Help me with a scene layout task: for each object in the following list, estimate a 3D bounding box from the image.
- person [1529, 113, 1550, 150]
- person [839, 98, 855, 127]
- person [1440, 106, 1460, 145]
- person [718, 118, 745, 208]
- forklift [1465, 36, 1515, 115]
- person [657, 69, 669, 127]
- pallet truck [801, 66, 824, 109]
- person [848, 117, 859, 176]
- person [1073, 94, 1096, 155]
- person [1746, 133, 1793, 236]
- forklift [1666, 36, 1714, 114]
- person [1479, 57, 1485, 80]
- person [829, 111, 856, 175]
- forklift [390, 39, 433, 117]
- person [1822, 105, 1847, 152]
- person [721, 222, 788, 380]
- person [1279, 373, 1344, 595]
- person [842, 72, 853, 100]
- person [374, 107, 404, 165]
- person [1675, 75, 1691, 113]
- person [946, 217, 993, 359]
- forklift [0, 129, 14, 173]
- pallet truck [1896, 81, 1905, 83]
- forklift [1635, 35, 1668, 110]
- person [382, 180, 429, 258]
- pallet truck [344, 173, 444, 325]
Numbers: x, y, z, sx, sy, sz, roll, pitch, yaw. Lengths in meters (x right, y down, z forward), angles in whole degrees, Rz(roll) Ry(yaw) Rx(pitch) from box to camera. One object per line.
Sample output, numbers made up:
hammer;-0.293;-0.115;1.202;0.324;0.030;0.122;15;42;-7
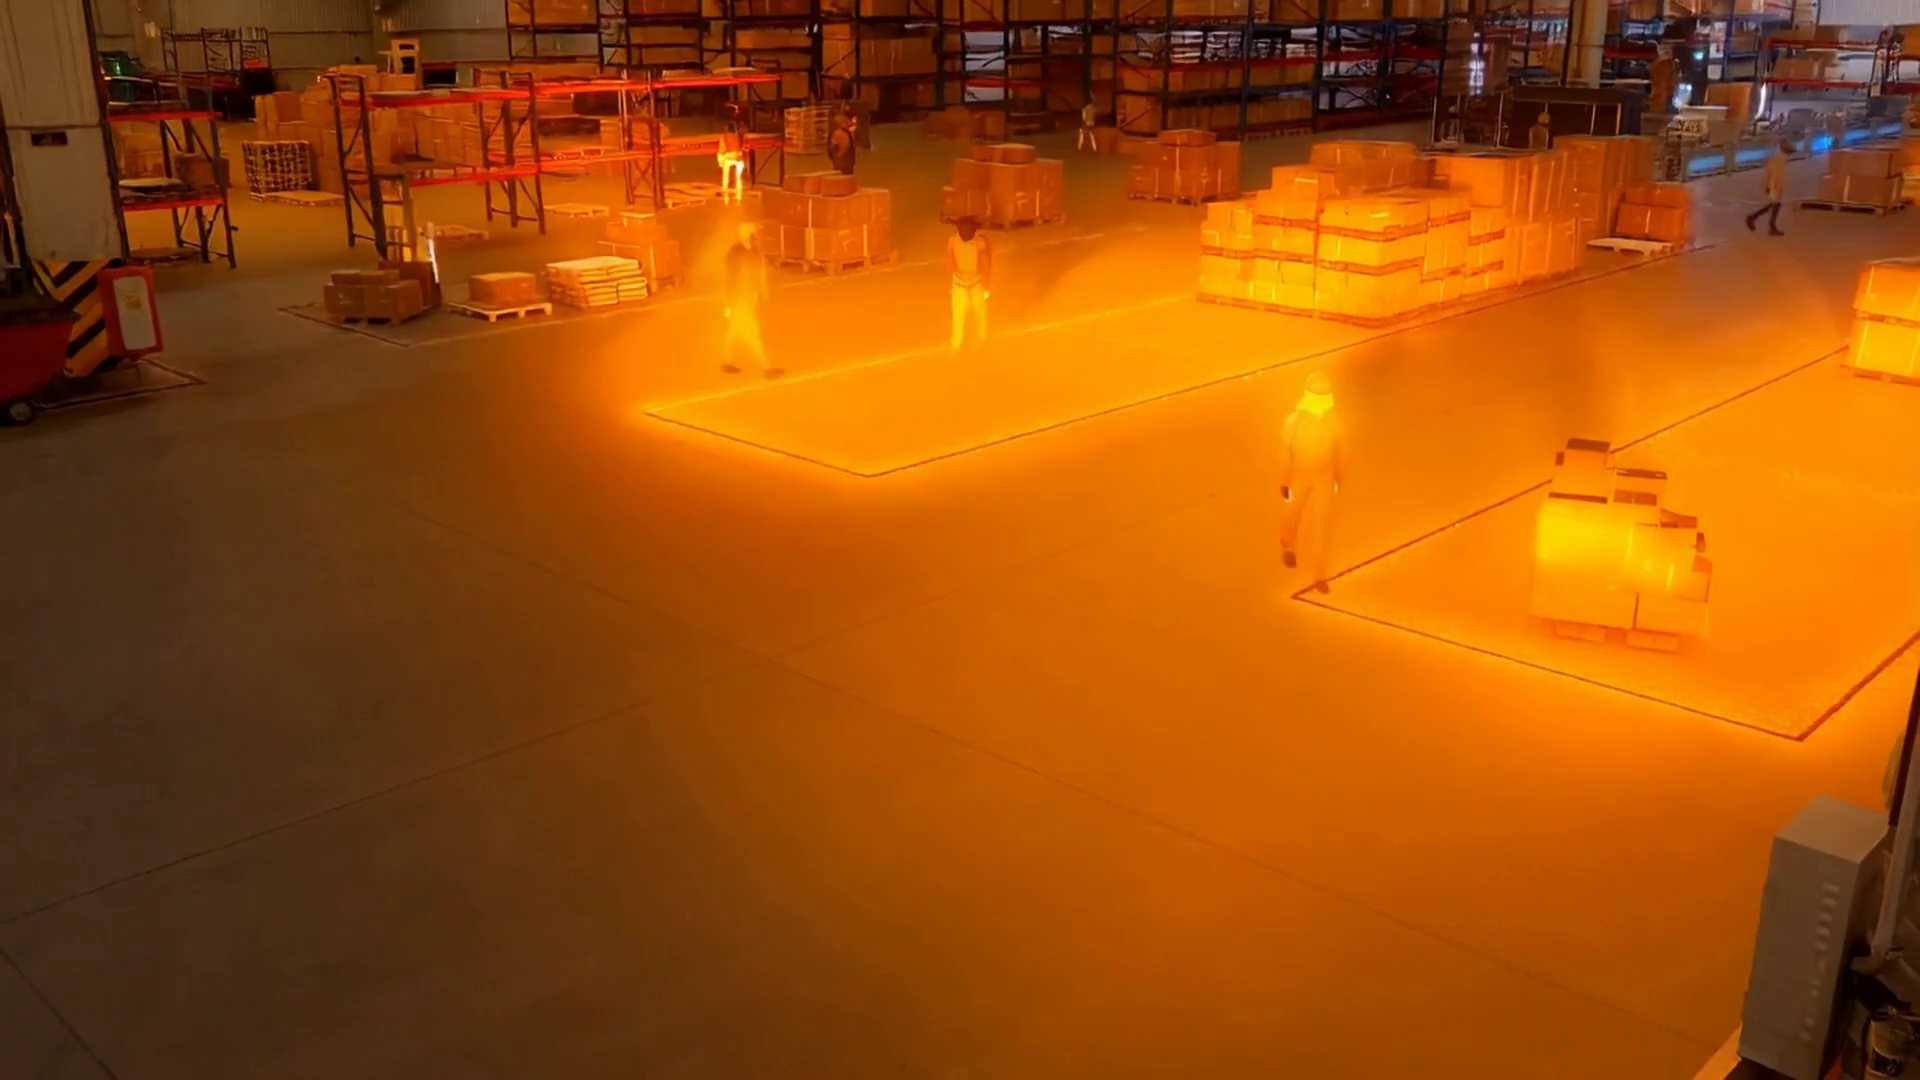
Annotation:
person;13.373;-8.991;38.562;0.594;1.800;0.887;-7;20;-21
person;-3.159;-11.623;46.808;0.530;1.596;0.851;8;20;24
person;11.438;-9.159;38.876;0.399;1.928;0.541;-10;21;-27
person;-4.890;-8.069;35.651;0.573;1.883;0.354;-5;19;-15
forklift;19.973;-17.201;61.605;1.873;2.768;1.129;16;24;40
person;-10.111;-15.006;56.514;0.588;1.911;0.396;11;21;30
pallet truck;-4.812;-15.182;56.903;0.823;1.965;1.885;-9;21;-26
person;-2.317;-8.279;36.305;0.322;1.871;0.531;4;19;13
person;3.587;-11.784;47.184;0.541;1.661;0.796;-17;25;-42
person;15.490;-6.778;31.702;0.559;1.922;0.646;-17;25;-41
forklift;27.341;-17.291;61.877;1.129;2.768;1.873;17;25;41
person;22.340;-19.759;71.028;0.893;1.795;0.596;-16;24;-39
person;-2.551;-8.180;35.738;0.535;2.000;0.693;11;21;29
forklift;-19.428;-16.213;58.630;1.873;2.768;1.129;17;25;41
person;23.281;-10.777;44.253;0.498;1.601;0.801;17;25;41
person;-2.526;-2.885;20.040;1.030;1.878;0.652;7;20;21
person;2.759;-0.502;13.140;0.493;1.701;0.911;-1;18;-3
person;-3.638;-14.137;53.839;0.662;1.941;0.626;10;21;28
person;-14.576;-10.342;42.483;0.996;1.887;0.661;17;25;42
person;24.711;-15.029;56.911;0.541;1.696;0.315;-1;18;-3
person;0.120;-3.243;21.288;0.619;1.784;1.022;3;19;9
forklift;-24.029;-10.894;42.603;1.129;2.768;1.873;17;25;41
pallet truck;34.802;-16.331;61.455;0.653;1.274;1.630;17;25;41
forklift;26.439;-17.975;63.938;1.129;2.768;1.873;17;25;41
person;-8.459;-4.585;25.295;0.636;1.808;0.939;7;20;21
pallet truck;-8.209;-4.181;23.757;0.823;1.965;1.885;3;19;9
